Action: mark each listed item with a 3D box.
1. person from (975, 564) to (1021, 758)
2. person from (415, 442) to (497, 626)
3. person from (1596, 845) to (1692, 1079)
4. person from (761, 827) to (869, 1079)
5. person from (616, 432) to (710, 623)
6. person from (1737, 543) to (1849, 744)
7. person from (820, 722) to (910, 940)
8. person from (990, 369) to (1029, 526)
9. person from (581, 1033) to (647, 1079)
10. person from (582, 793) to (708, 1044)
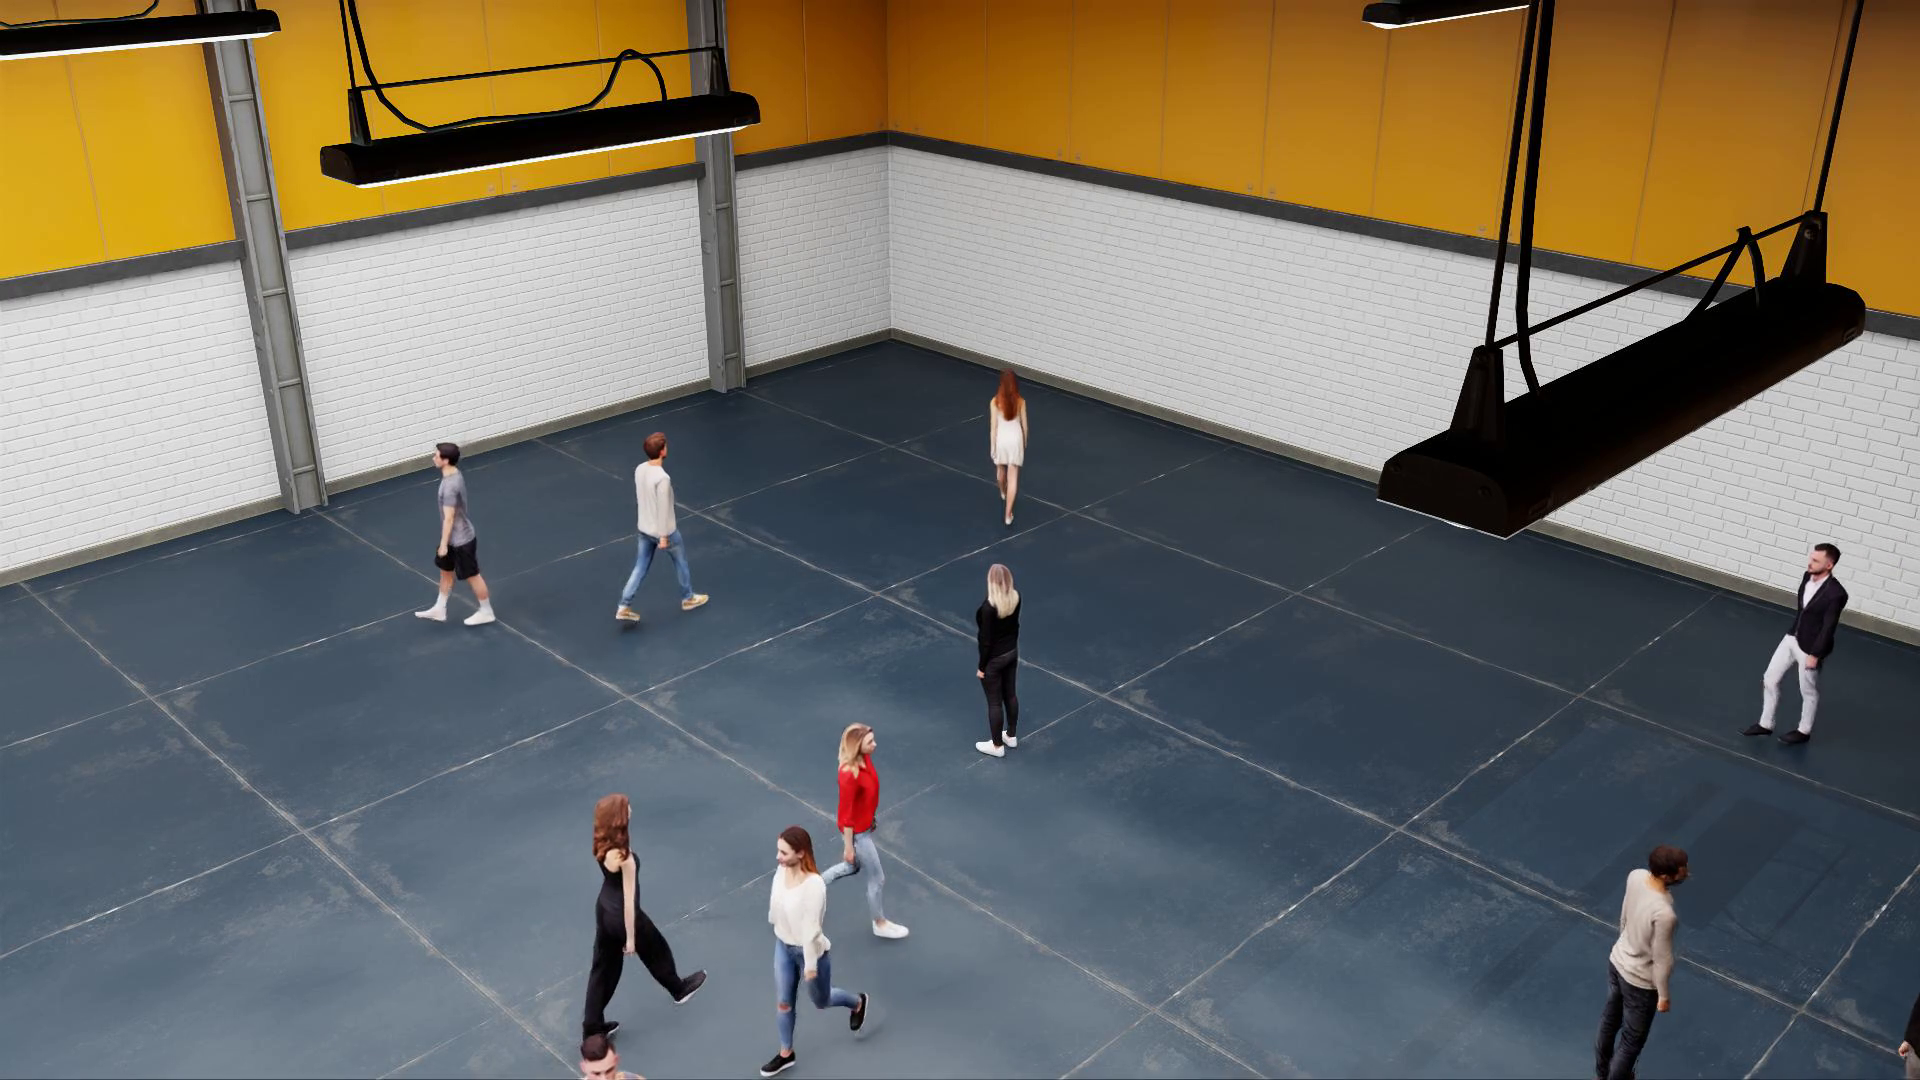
[{"bbox_3d":[0.323,0.977,13.606,0.685,1.686,0.479,19,30,37],"label":"person"},{"bbox_3d":[-4.642,-0.041,15.730,1.110,1.850,0.970,-6,24,-13],"label":"person"},{"bbox_3d":[3.997,2.544,9.809,0.795,1.857,0.761,-6,24,-14],"label":"person"},{"bbox_3d":[-0.905,2.486,10.168,0.990,1.675,0.599,-21,31,-39],"label":"person"},{"bbox_3d":[-2.952,-0.057,15.761,0.676,1.855,1.221,20,31,38],"label":"person"},{"bbox_3d":[7.067,0.869,13.678,1.008,1.827,0.934,-3,24,-7],"label":"person"},{"bbox_3d":[-0.765,1.979,11.325,1.053,1.678,1.076,4,24,9],"label":"person"},{"bbox_3d":[0.532,-0.982,18.129,1.059,1.653,1.200,2,24,5],"label":"person"},{"bbox_3d":[-1.781,3.218,8.428,0.659,1.838,0.784,-7,25,-16],"label":"person"},{"bbox_3d":[-2.204,2.397,10.342,1.098,1.699,0.622,-20,31,-38],"label":"person"}]
